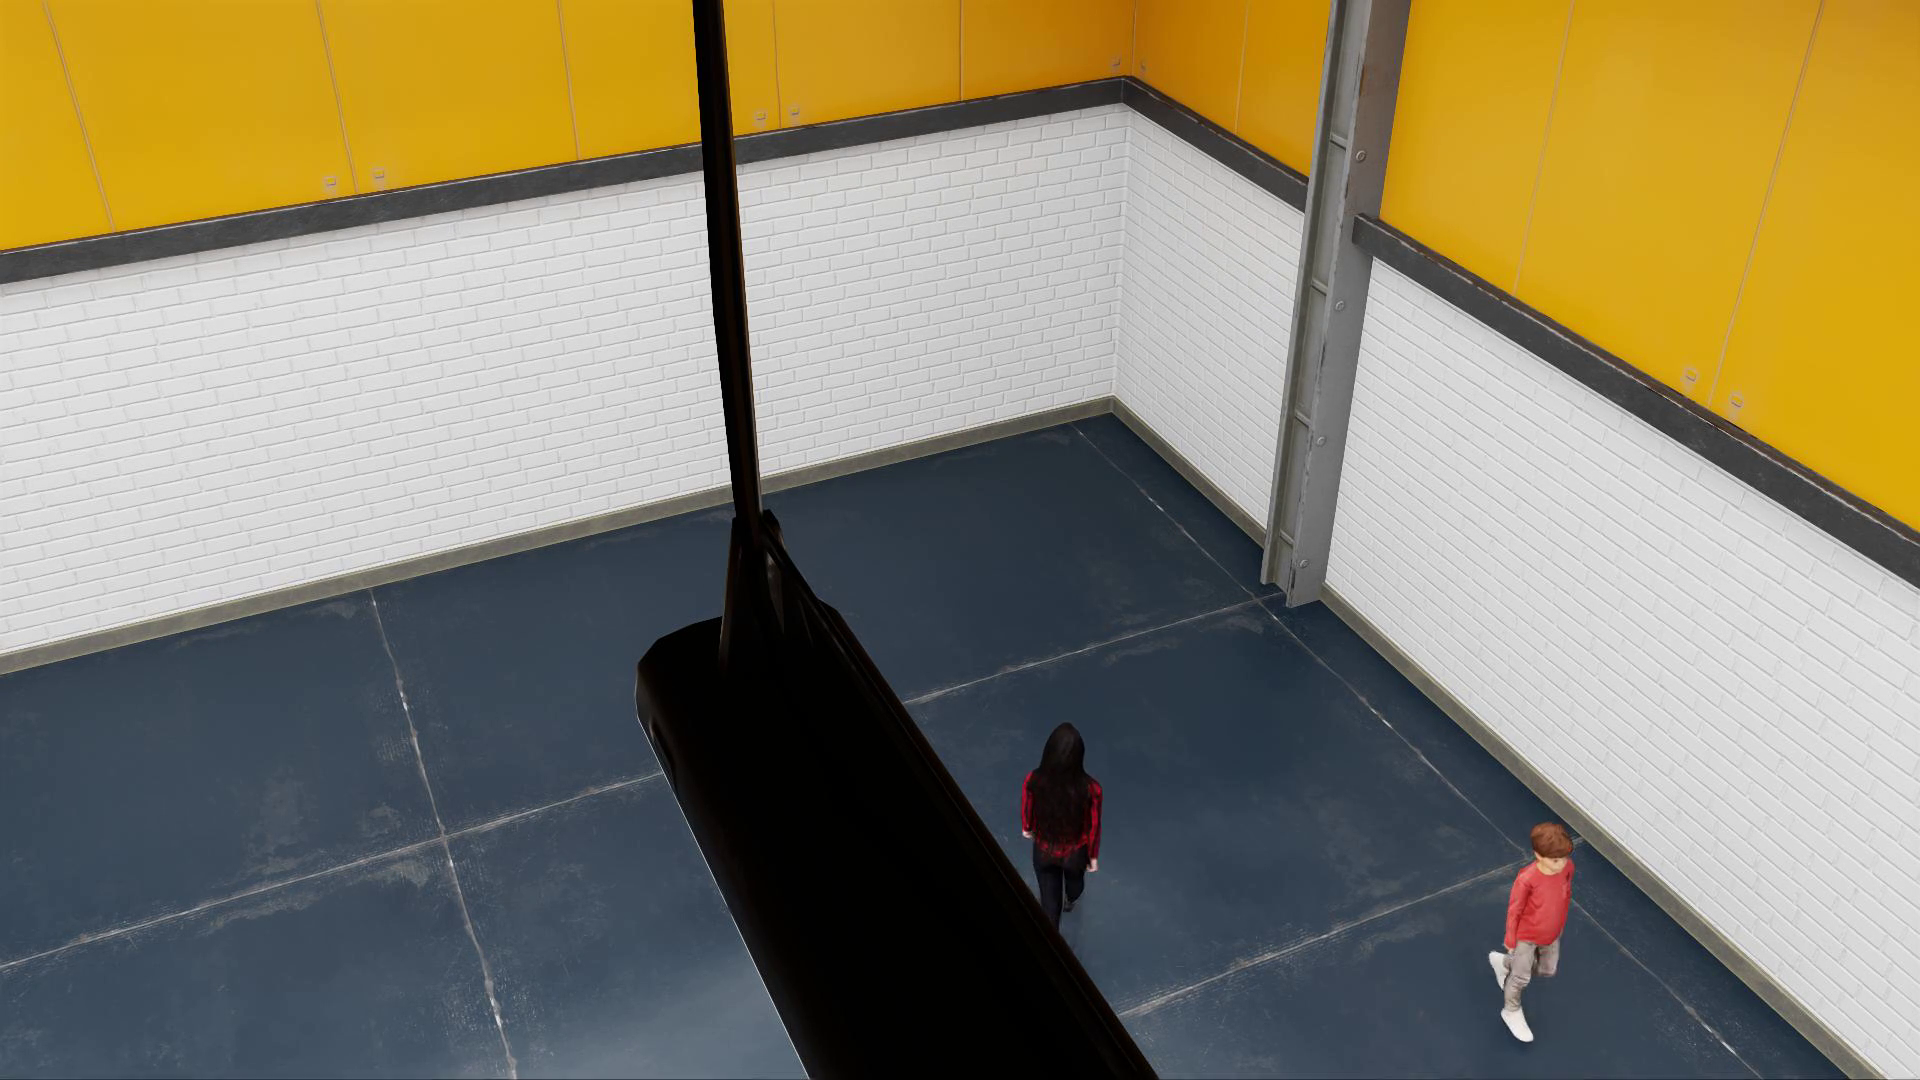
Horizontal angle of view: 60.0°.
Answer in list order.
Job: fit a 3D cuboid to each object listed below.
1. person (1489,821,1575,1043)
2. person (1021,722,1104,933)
[{"bbox_3d":[3.017,2.016,8.832,0.544,1.402,0.703,-12,36,-18],"label":"person"},{"bbox_3d":[0.539,1.758,9.019,0.925,1.626,1.080,5,34,7],"label":"person"}]
